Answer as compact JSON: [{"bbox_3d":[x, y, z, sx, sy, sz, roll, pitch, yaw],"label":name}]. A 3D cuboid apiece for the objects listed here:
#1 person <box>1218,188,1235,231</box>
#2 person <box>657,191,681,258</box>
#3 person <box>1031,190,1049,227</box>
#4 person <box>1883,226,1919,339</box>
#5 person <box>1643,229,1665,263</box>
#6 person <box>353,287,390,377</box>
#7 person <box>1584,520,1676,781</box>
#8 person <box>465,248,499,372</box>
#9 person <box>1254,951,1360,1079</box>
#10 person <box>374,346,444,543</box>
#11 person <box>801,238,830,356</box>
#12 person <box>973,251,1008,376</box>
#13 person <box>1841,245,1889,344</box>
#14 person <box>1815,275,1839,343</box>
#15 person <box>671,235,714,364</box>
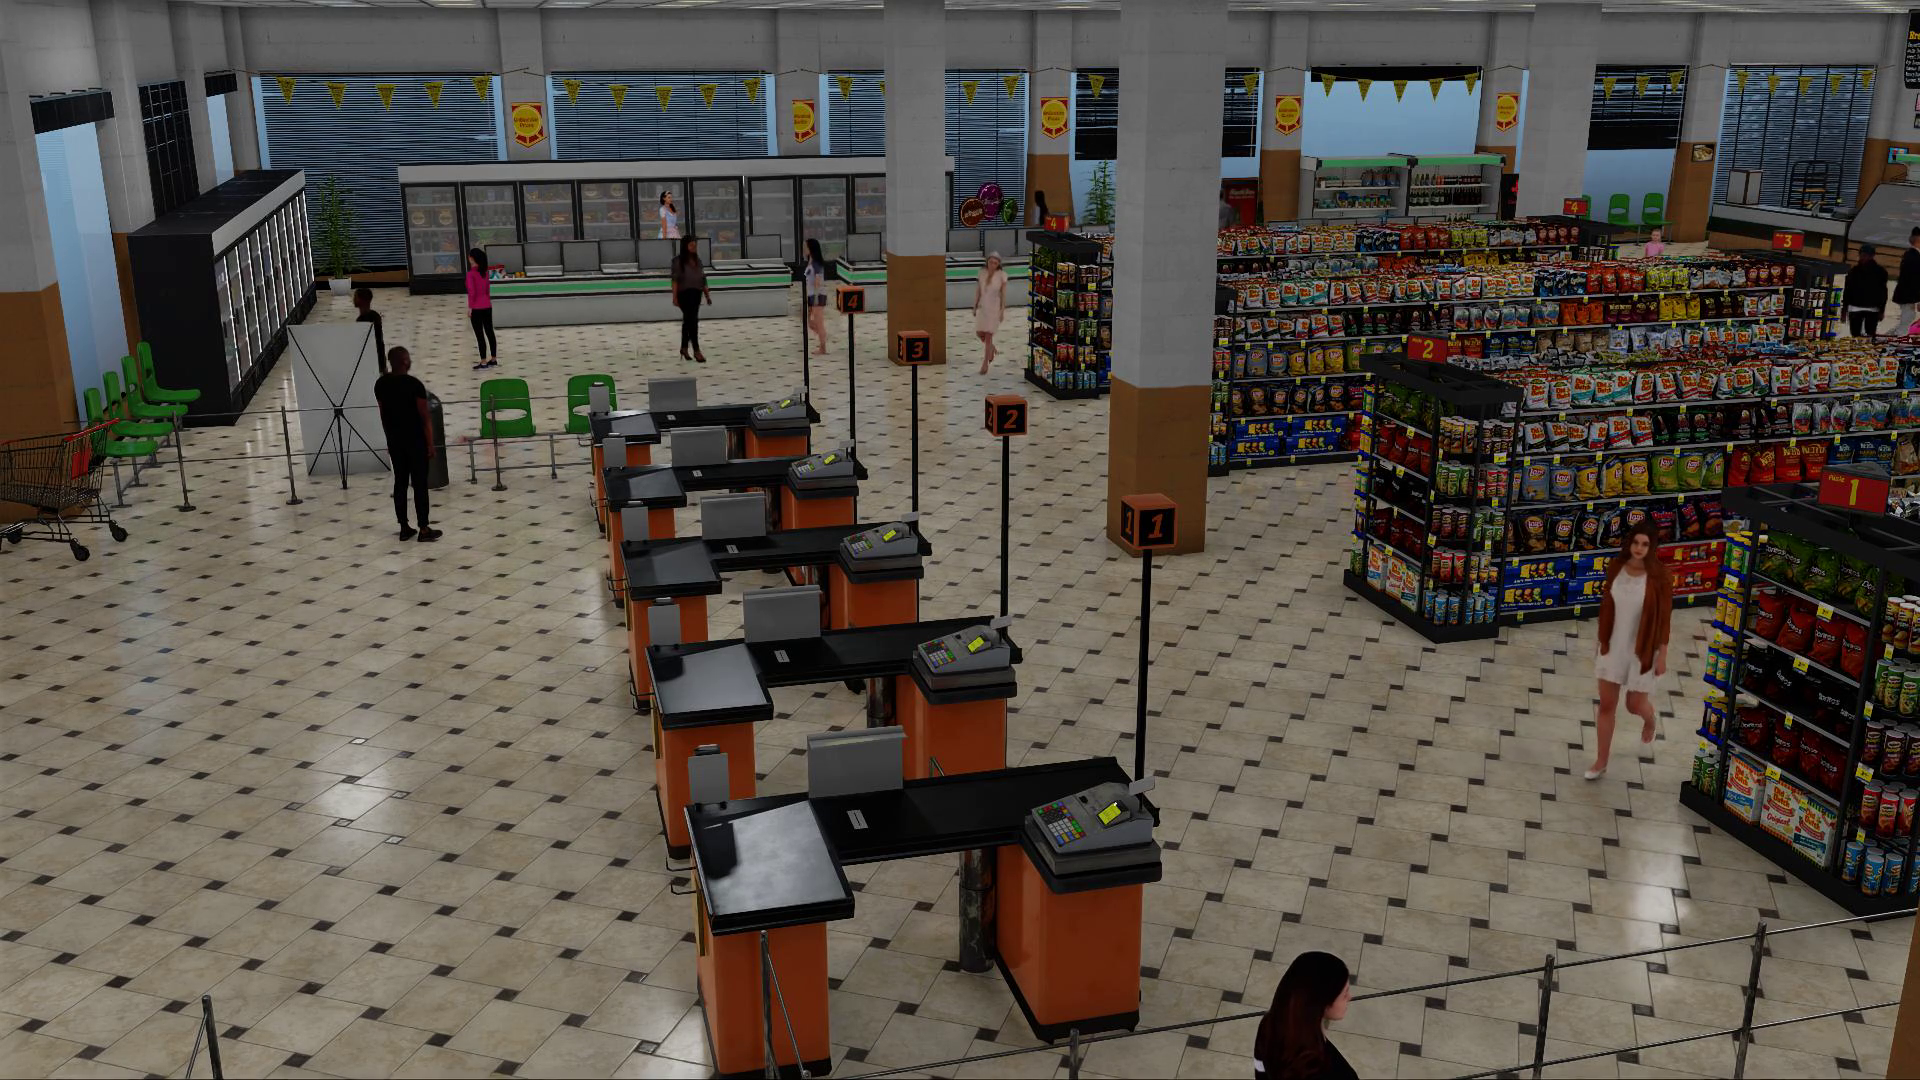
[{"bbox_3d":[4.737,-5.475,30.402,1.118,1.853,1.117,6,18,19],"label":"person"},{"bbox_3d":[-5.336,-5.478,30.475,0.905,1.816,0.854,6,18,19],"label":"person"},{"bbox_3d":[1.581,-5.798,31.748,1.112,1.688,1.144,12,21,35],"label":"person"},{"bbox_3d":[13.457,-3.508,23.779,0.978,1.937,0.917,5,18,17],"label":"person"},{"bbox_3d":[12.235,-4.862,29.393,0.559,1.267,0.612,11,20,32],"label":"person"},{"bbox_3d":[-6.627,-1.953,18.955,1.247,1.764,0.929,2,17,5],"label":"person"},{"bbox_3d":[4.248,0.671,10.438,1.058,1.691,0.912,-15,23,-41],"label":"person"},{"bbox_3d":[-6.710,-3.242,23.314,0.741,1.698,0.689,8,19,25],"label":"person"},{"bbox_3d":[1.147,2.147,5.671,0.599,1.638,0.619,-6,18,-20],"label":"person"},{"bbox_3d":[-5.101,-0.887,15.348,0.682,1.820,0.810,4,17,14],"label":"person"},{"bbox_3d":[-2.048,-3.569,24.394,0.692,1.697,0.656,-8,19,-26],"label":"person"},{"bbox_3d":[0.450,-3.135,22.948,0.876,1.706,0.934,9,19,28],"label":"person"},{"bbox_3d":[12.495,-3.166,22.923,0.830,1.779,0.881,6,18,19],"label":"person"},{"bbox_3d":[10.767,-2.526,20.990,0.702,1.678,0.737,12,21,34],"label":"person"},{"bbox_3d":[-3.940,-3.431,23.741,1.034,1.811,1.024,12,20,34],"label":"person"}]
